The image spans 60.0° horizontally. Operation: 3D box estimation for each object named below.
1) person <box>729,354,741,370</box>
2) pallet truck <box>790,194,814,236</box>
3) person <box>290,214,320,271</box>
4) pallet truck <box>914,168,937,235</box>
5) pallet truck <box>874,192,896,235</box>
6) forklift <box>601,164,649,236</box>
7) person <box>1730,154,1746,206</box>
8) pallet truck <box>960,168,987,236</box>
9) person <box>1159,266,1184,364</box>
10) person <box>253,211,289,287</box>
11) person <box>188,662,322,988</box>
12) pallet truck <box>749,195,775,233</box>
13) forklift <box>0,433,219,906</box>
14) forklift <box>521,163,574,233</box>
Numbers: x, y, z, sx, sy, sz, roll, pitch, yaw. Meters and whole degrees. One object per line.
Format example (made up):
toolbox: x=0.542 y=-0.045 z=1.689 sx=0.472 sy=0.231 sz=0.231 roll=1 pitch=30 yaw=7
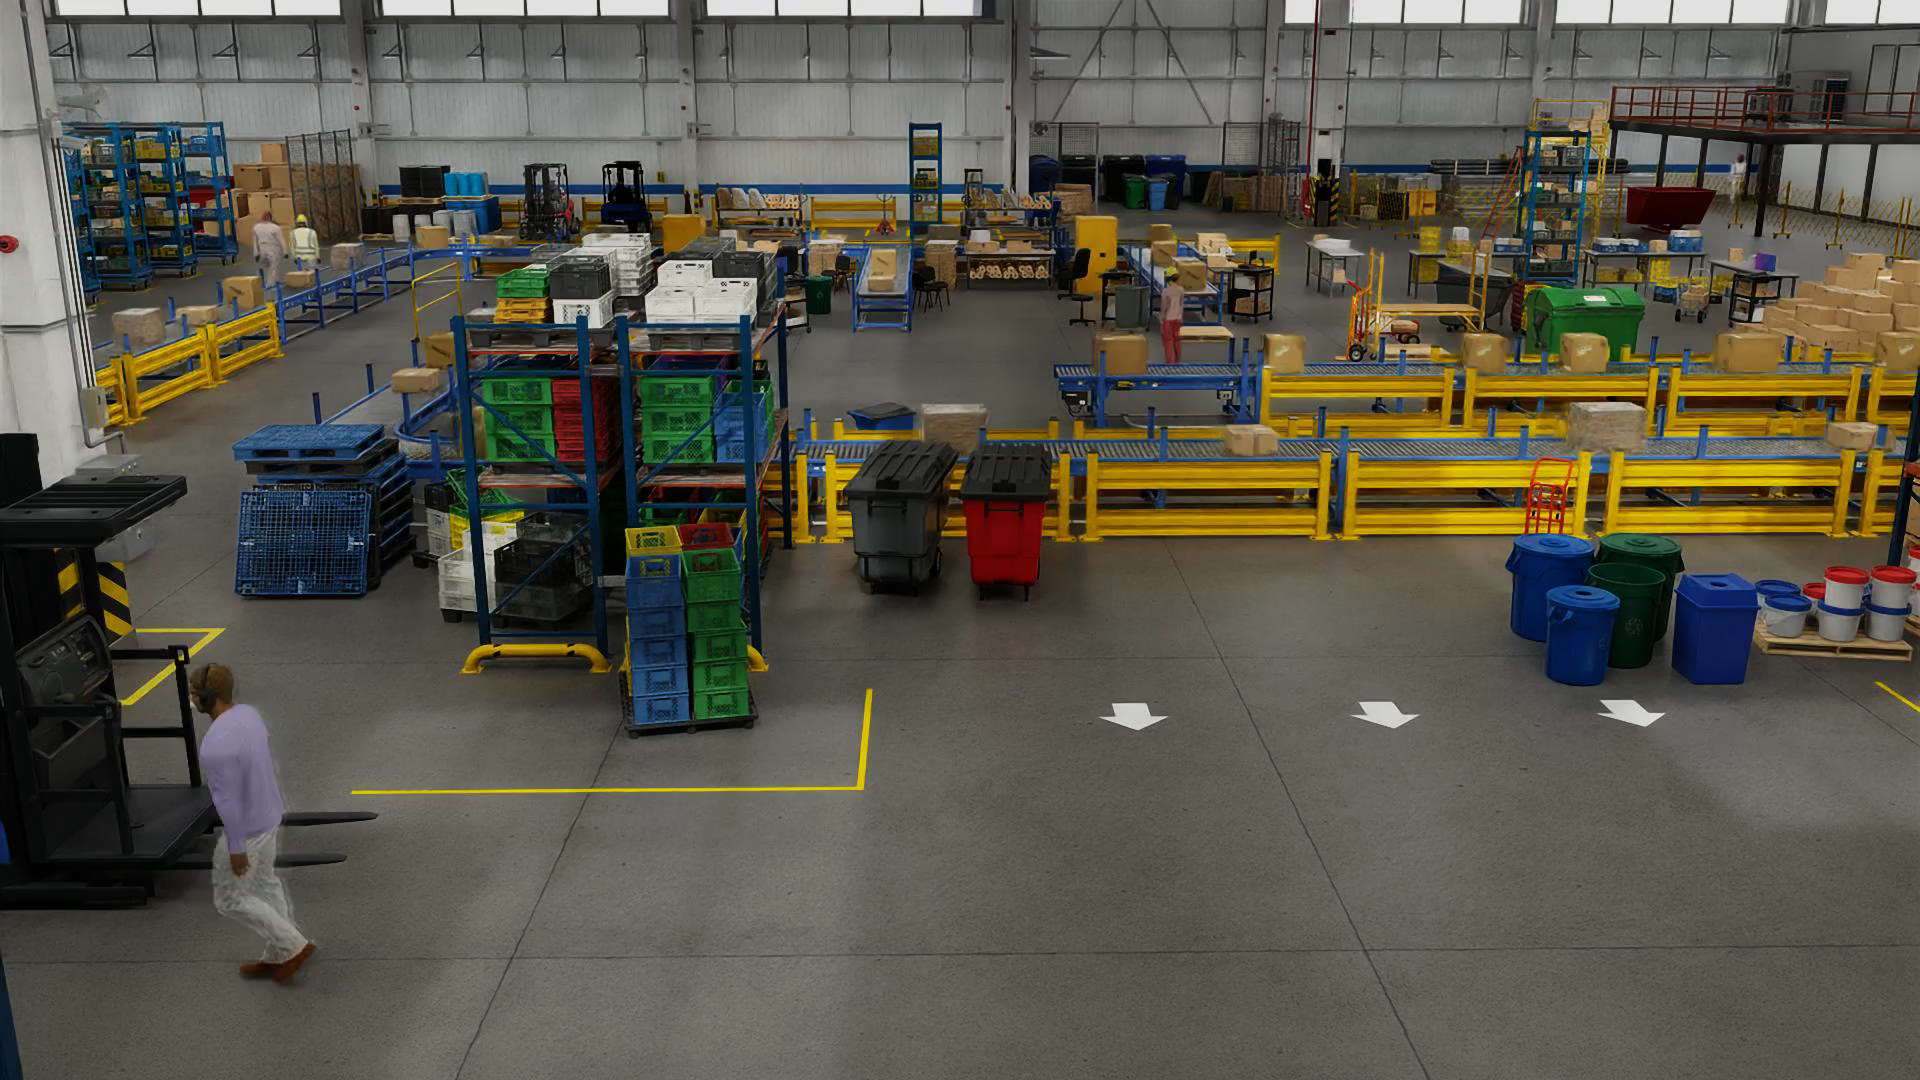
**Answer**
person: x=-2.948 y=-1.633 z=20.885 sx=0.727 sy=1.668 sz=0.557 roll=-6 pitch=17 yaw=-19
pallet truck: x=-4.814 y=-9.883 z=50.259 sx=0.704 sy=1.261 sz=1.522 roll=-1 pitch=16 yaw=-3
person: x=-14.501 y=-6.309 z=36.901 sx=0.610 sy=1.812 sz=0.421 roll=0 pitch=16 yaw=1
pallet truck: x=-0.989 y=-10.316 z=50.507 sx=0.823 sy=1.965 sz=1.885 roll=1 pitch=16 yaw=3
pallet truck: x=-2.277 y=-9.986 z=50.594 sx=0.653 sy=1.274 sz=1.630 roll=0 pitch=16 yaw=-1
forklift: x=-9.948 y=-10.127 z=49.296 sx=1.157 sy=1.987 sz=2.680 roll=-1 pitch=16 yaw=-3
person: x=28.108 y=-13.028 z=60.163 sx=0.600 sy=1.868 sz=0.458 roll=-1 pitch=16 yaw=-3
pallet truck: x=0.383 y=-10.230 z=50.206 sx=0.823 sy=1.965 sz=1.885 roll=-1 pitch=16 yaw=-3
person: x=3.534 y=-3.706 z=27.947 sx=0.533 sy=1.765 sz=0.330 roll=-13 pitch=20 yaw=-37
person: x=-15.348 y=-6.422 z=37.216 sx=0.653 sy=1.858 sz=0.927 roll=4 pitch=17 yaw=14
person: x=-3.943 y=1.597 z=9.259 sx=0.530 sy=1.911 sz=0.650 roll=-2 pitch=16 yaw=-6
pallet truck: x=-6.051 y=-9.967 z=50.660 sx=0.680 sy=1.201 sz=1.601 roll=0 pitch=16 yaw=-1
forklift: x=-5.952 y=0.780 z=10.366 sx=1.873 sy=2.768 sz=1.129 roll=0 pitch=16 yaw=-1
forklift: x=-12.233 y=-10.122 z=49.298 sx=1.157 sy=1.987 sz=2.680 roll=0 pitch=16 yaw=-1
